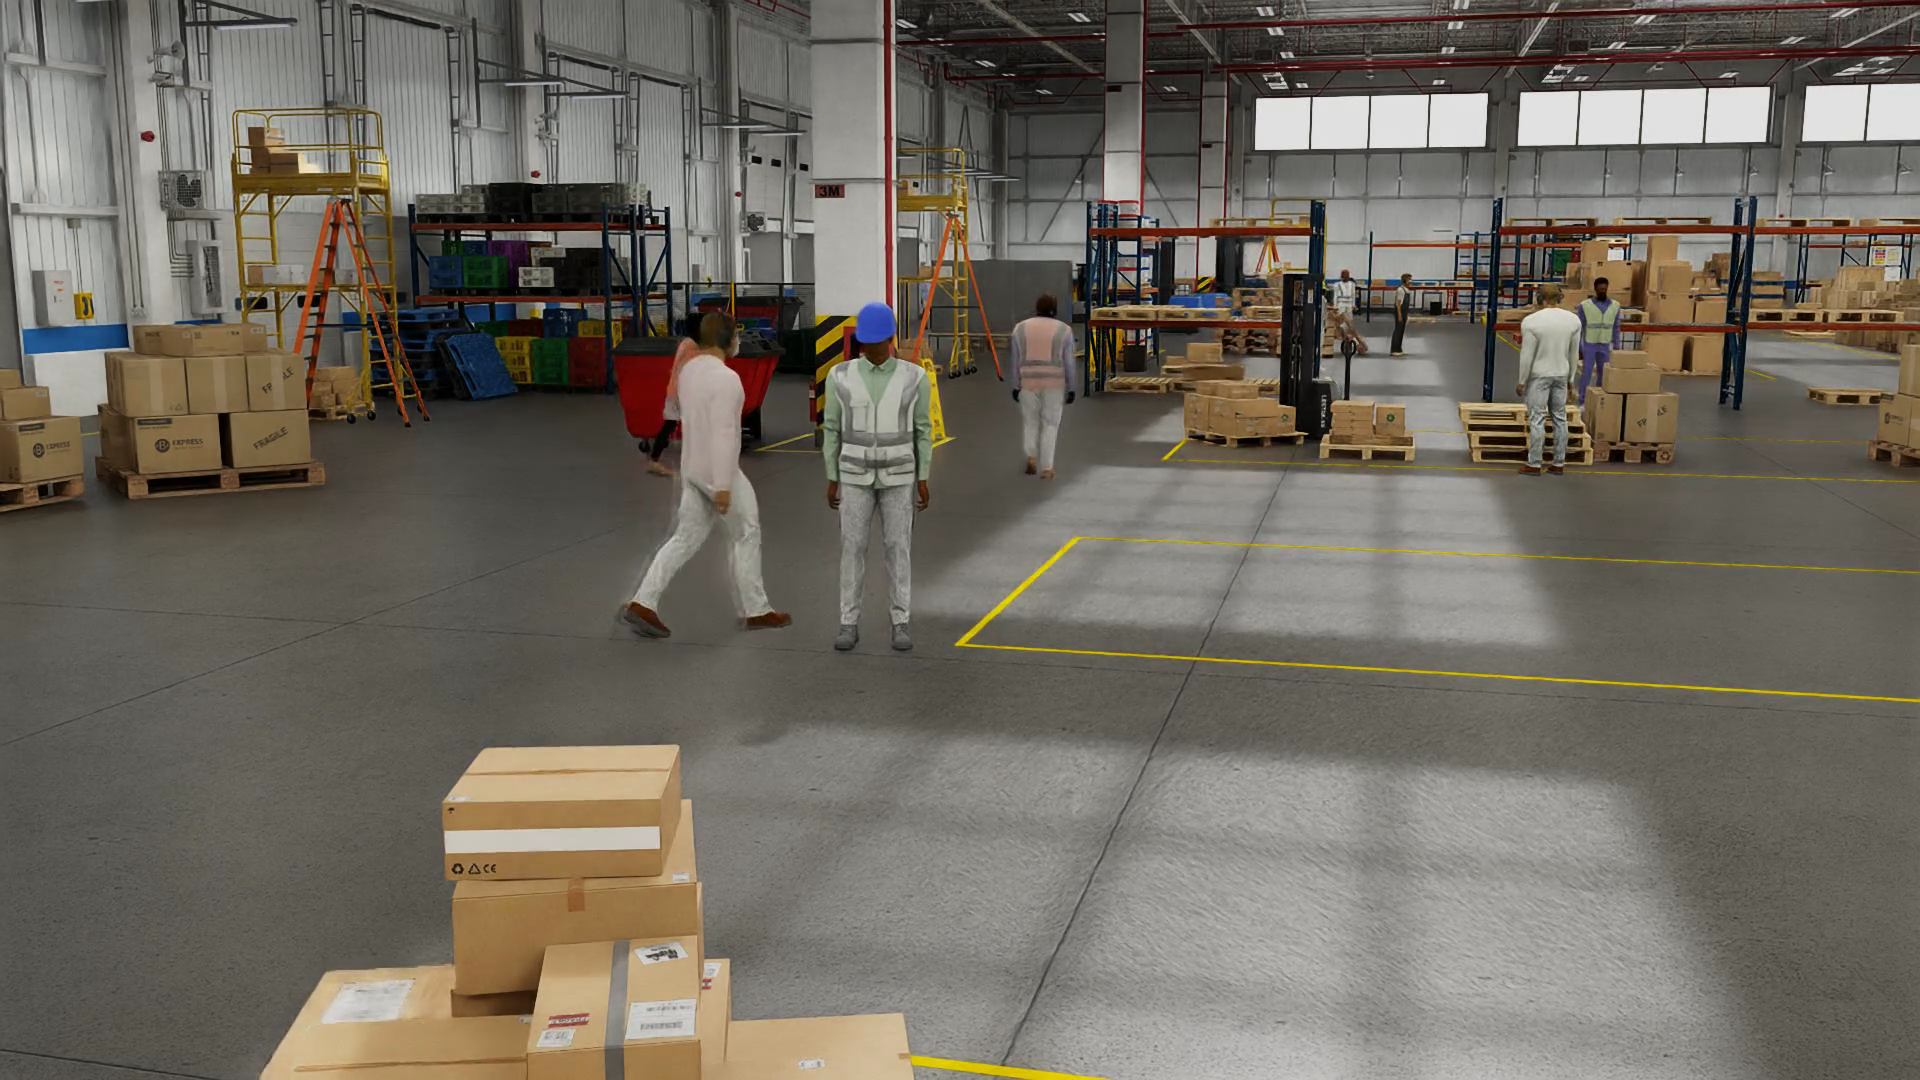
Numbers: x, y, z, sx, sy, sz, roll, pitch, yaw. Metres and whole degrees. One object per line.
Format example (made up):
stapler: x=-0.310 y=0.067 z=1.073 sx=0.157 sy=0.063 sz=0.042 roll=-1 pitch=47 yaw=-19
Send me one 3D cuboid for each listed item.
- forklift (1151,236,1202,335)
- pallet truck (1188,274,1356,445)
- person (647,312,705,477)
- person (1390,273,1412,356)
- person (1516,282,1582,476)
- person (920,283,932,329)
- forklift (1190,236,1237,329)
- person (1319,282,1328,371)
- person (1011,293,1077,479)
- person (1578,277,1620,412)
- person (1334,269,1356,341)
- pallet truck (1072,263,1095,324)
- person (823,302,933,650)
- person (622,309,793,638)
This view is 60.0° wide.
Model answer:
forklift: x=5.866 y=-7.214 z=46.878 sx=1.873 sy=2.768 sz=1.129 roll=2 pitch=10 yaw=14
pallet truck: x=3.653 y=-2.138 z=19.590 sx=1.885 sy=1.965 sz=0.823 roll=-4 pitch=10 yaw=-20
person: x=-2.726 y=-1.451 z=16.603 sx=0.938 sy=1.617 sz=0.541 roll=-5 pitch=11 yaw=-25
person: x=9.798 y=-4.978 z=36.825 sx=0.367 sy=1.833 sz=0.522 roll=7 pitch=12 yaw=34
person: x=5.851 y=-1.596 z=16.589 sx=0.627 sy=1.933 sz=0.371 roll=-2 pitch=10 yaw=-9
person: x=-0.942 y=-7.357 z=50.529 sx=0.544 sy=1.929 sz=0.386 roll=-4 pitch=10 yaw=-23
forklift: x=8.049 y=-7.856 z=50.659 sx=1.873 sy=2.768 sz=1.129 roll=-2 pitch=10 yaw=-13
person: x=6.874 y=-4.110 z=31.979 sx=0.486 sy=1.738 sz=0.321 roll=-4 pitch=11 yaw=-24
person: x=0.838 y=-1.514 z=16.421 sx=0.652 sy=1.825 sz=0.445 roll=3 pitch=10 yaw=18
person: x=8.960 y=-2.742 z=23.423 sx=0.589 sy=1.909 sz=0.392 roll=-1 pitch=10 yaw=-4
person: x=9.997 y=-6.094 z=43.246 sx=0.613 sy=1.871 sz=0.474 roll=-2 pitch=10 yaw=-12
pallet truck: x=4.325 y=-8.180 z=55.162 sx=0.823 sy=1.965 sz=1.885 roll=6 pitch=11 yaw=31
person: x=-0.454 y=-0.345 z=9.215 sx=0.605 sy=1.935 sz=0.417 roll=0 pitch=10 yaw=0
person: x=-1.483 y=-0.373 z=9.530 sx=0.981 sy=1.901 sz=0.634 roll=-7 pitch=12 yaw=-36
